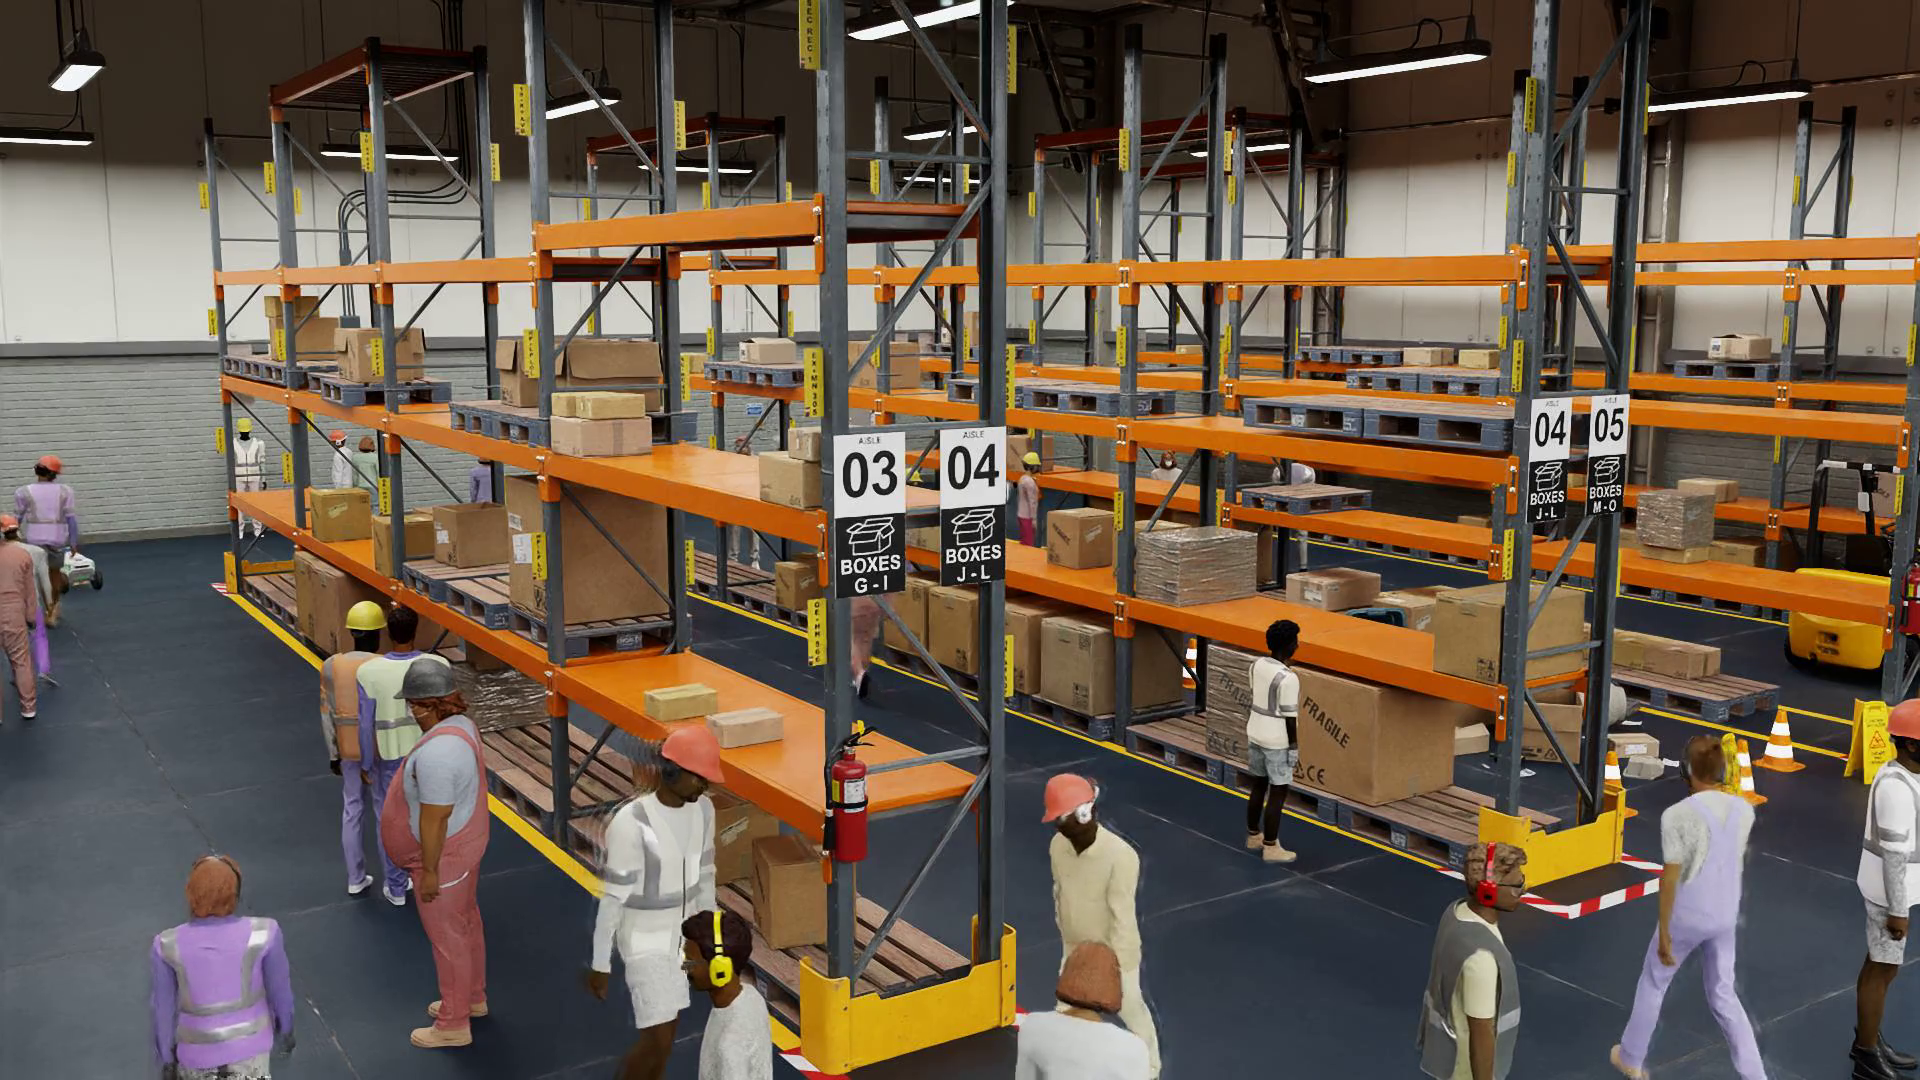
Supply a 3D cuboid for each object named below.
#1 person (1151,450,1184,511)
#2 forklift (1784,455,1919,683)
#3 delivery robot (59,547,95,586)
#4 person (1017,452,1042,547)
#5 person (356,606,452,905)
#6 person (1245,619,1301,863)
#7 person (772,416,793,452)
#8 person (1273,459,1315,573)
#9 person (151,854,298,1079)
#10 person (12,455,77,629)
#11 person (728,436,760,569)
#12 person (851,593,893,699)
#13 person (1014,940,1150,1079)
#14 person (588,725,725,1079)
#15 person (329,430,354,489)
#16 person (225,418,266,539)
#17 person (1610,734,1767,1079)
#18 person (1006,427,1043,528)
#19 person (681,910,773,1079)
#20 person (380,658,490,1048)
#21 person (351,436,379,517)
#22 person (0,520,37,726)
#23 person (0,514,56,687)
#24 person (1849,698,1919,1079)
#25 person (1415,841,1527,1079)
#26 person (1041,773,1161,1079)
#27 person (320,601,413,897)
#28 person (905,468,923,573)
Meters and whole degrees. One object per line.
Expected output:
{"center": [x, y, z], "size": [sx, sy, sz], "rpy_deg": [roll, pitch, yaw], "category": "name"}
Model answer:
{"center": [2.978, -0.480, 23.908], "size": [0.507, 1.632, 0.275], "rpy_deg": [-1, 9, -4], "category": "person"}
{"center": [9.643, 0.253, 17.172], "size": [2.313, 2.155, 1.214], "rpy_deg": [-6, 10, -33], "category": "forklift"}
{"center": [-11.596, 0.336, 21.720], "size": [0.707, 0.478, 0.477], "rpy_deg": [9, 12, 43], "category": "delivery robot"}
{"center": [0.935, -0.294, 22.250], "size": [0.334, 1.765, 0.529], "rpy_deg": [-1, 9, -9], "category": "person"}
{"center": [-3.519, 1.373, 10.623], "size": [0.600, 1.917, 0.376], "rpy_deg": [-4, 9, -24], "category": "person"}
{"center": [2.152, 1.373, 11.397], "size": [0.320, 1.686, 0.539], "rpy_deg": [-3, 9, -19], "category": "person"}
{"center": [-2.884, -1.177, 27.819], "size": [0.565, 1.847, 0.673], "rpy_deg": [-1, 9, -10], "category": "person"}
{"center": [4.606, -0.433, 22.939], "size": [0.599, 1.829, 0.404], "rpy_deg": [2, 9, 13], "category": "person"}
{"center": [-3.016, 2.084, 6.873], "size": [0.519, 1.625, 0.508], "rpy_deg": [-2, 9, -13], "category": "person"}
{"center": [-10.721, 0.010, 19.464], "size": [0.647, 1.979, 0.985], "rpy_deg": [-7, 11, -40], "category": "person"}
{"center": [-3.007, -0.499, 23.128], "size": [0.652, 1.906, 0.403], "rpy_deg": [0, 9, -3], "category": "person"}
{"center": [-0.955, 0.588, 16.019], "size": [0.664, 1.866, 0.800], "rpy_deg": [-3, 9, -22], "category": "person"}
{"center": [0.454, 2.224, 5.986], "size": [0.512, 1.617, 0.510], "rpy_deg": [5, 10, 28], "category": "person"}
{"center": [-1.316, 1.812, 7.422], "size": [0.485, 2.000, 0.696], "rpy_deg": [5, 10, 32], "category": "person"}
{"center": [-9.695, -0.861, 26.081], "size": [0.349, 1.743, 0.563], "rpy_deg": [0, 9, -1], "category": "person"}
{"center": [-11.250, -0.971, 26.235], "size": [0.585, 1.919, 0.374], "rpy_deg": [-5, 10, -28], "category": "person"}
{"center": [3.587, 1.844, 7.961], "size": [0.520, 1.793, 0.879], "rpy_deg": [-2, 9, -11], "category": "person"}
{"center": [0.865, -1.052, 27.235], "size": [0.941, 1.794, 0.631], "rpy_deg": [5, 10, 29], "category": "person"}
{"center": [-0.774, 2.152, 5.652], "size": [0.328, 1.861, 0.500], "rpy_deg": [-1, 9, -7], "category": "person"}
{"center": [-2.740, 1.602, 8.695], "size": [0.536, 2.000, 0.683], "rpy_deg": [-1, 9, -6], "category": "person"}
{"center": [-9.286, -0.811, 26.115], "size": [0.507, 1.631, 0.268], "rpy_deg": [1, 9, 7], "category": "person"}
{"center": [-8.693, 0.719, 15.022], "size": [0.403, 1.906, 0.652], "rpy_deg": [7, 11, 40], "category": "person"}
{"center": [-9.253, 0.614, 16.335], "size": [0.588, 1.725, 0.650], "rpy_deg": [-5, 10, -32], "category": "person"}
{"center": [4.635, 1.726, 8.204], "size": [0.369, 1.939, 0.542], "rpy_deg": [5, 10, 30], "category": "person"}
{"center": [1.950, 2.044, 6.397], "size": [0.375, 1.844, 0.567], "rpy_deg": [1, 9, 8], "category": "person"}
{"center": [0.643, 1.910, 7.817], "size": [0.546, 1.690, 0.889], "rpy_deg": [8, 12, 43], "category": "person"}
{"center": [-3.821, 1.349, 10.754], "size": [0.589, 1.927, 0.386], "rpy_deg": [2, 9, 11], "category": "person"}
{"center": [-0.618, -0.001, 20.330], "size": [0.349, 1.758, 0.524], "rpy_deg": [-2, 9, -14], "category": "person"}
